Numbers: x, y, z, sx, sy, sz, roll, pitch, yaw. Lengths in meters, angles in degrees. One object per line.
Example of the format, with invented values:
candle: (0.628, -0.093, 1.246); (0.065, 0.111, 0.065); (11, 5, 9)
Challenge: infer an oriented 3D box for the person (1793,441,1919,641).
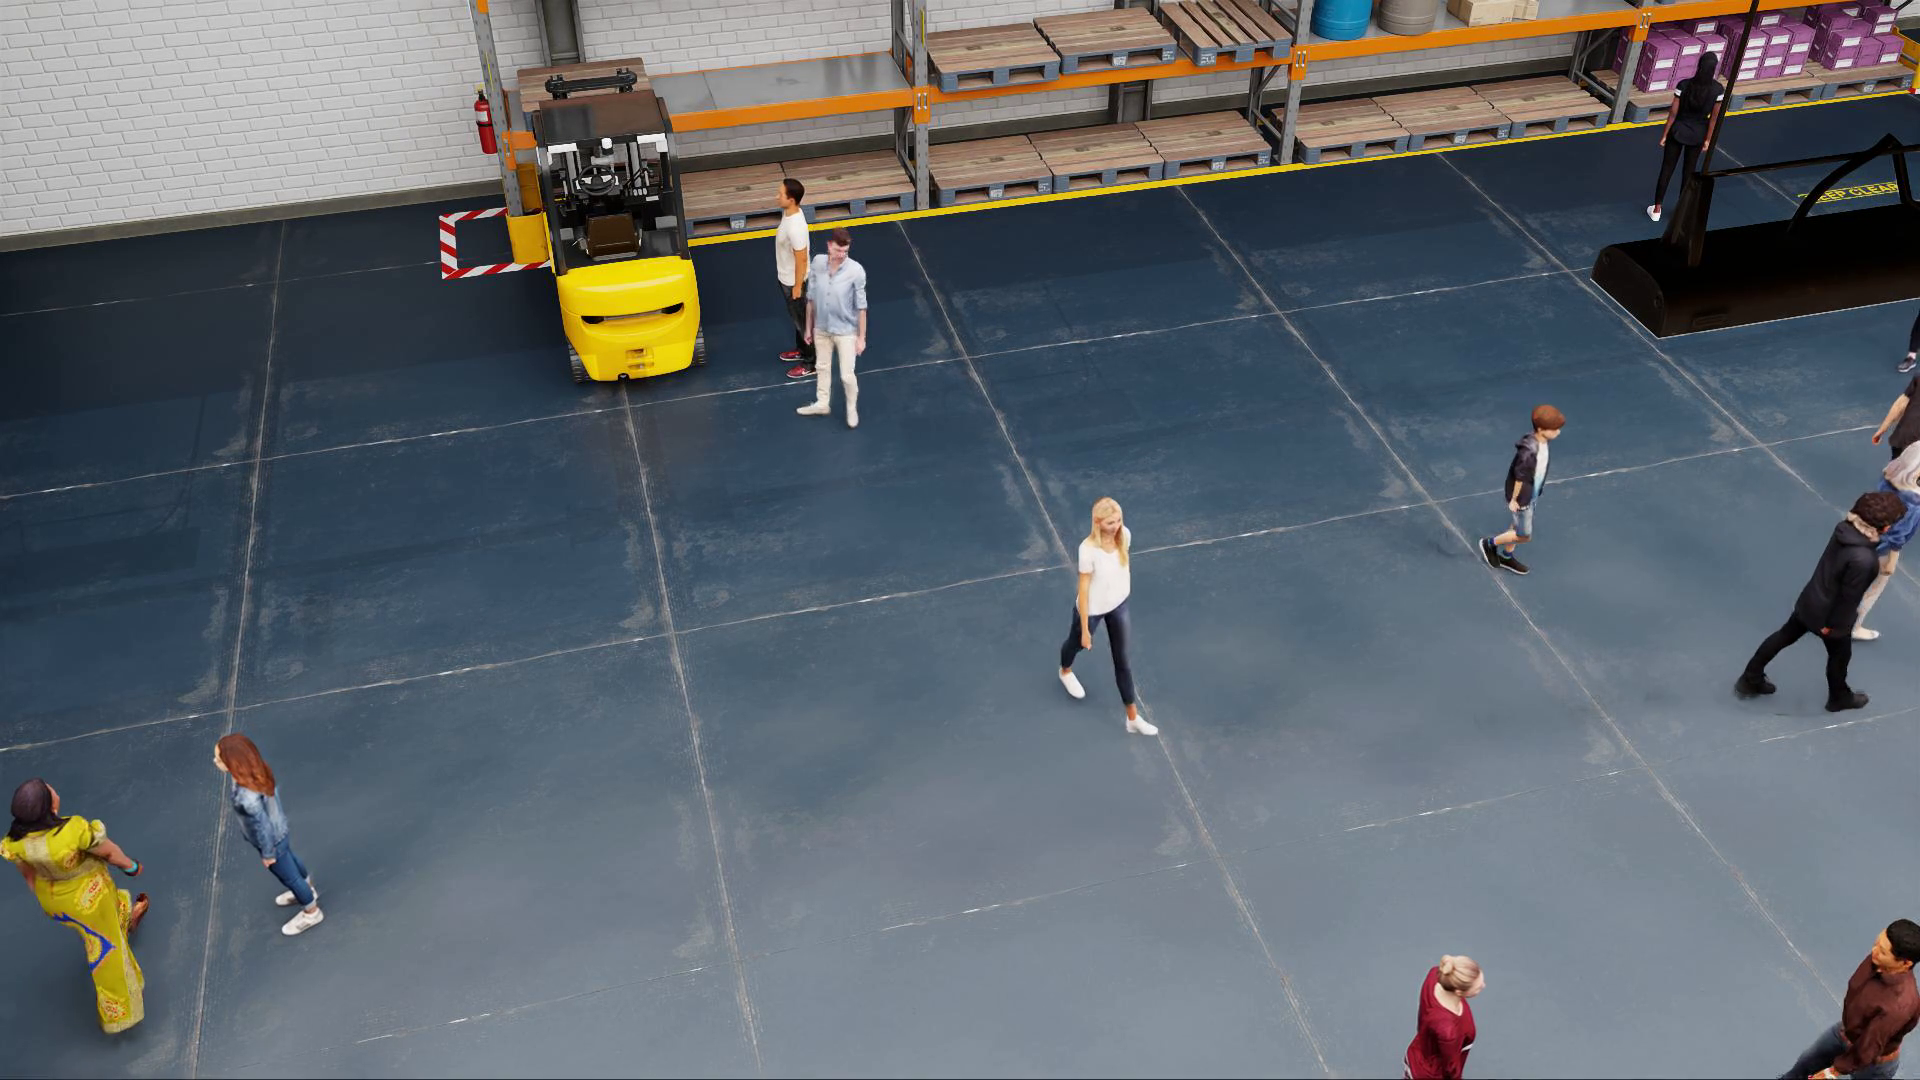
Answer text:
person: (6.205, 0.020, 11.389); (0.940, 1.690, 0.755); (0, 39, 0)

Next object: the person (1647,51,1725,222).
person: (7.134, -3.961, 16.334); (0.650, 1.729, 0.758); (10, 40, 12)

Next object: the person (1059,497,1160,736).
person: (0.845, 0.421, 10.817); (1.172, 1.766, 0.960); (-23, 44, -26)

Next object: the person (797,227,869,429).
person: (-1.025, -1.741, 13.472); (0.836, 1.832, 0.905); (27, 46, 29)

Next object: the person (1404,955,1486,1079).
person: (2.322, 2.583, 8.164); (0.596, 1.699, 0.677); (0, 39, 0)

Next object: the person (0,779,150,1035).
person: (-4.760, 1.998, 8.970); (1.226, 1.617, 1.031); (1, 39, 1)

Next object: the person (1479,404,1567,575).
person: (4.050, -0.372, 12.070); (0.746, 1.442, 0.685); (27, 46, 29)

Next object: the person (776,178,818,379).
person: (-1.385, -2.239, 14.125); (0.510, 1.804, 0.626); (-9, 40, -12)

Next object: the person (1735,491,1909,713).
person: (5.576, 0.422, 10.848); (1.120, 1.725, 0.775); (0, 39, 0)

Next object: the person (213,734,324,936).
person: (-3.943, 1.658, 9.503); (0.540, 1.473, 0.597); (-18, 42, -21)

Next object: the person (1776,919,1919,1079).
person: (4.556, 2.532, 8.204); (1.184, 1.729, 0.938); (5, 39, 6)
